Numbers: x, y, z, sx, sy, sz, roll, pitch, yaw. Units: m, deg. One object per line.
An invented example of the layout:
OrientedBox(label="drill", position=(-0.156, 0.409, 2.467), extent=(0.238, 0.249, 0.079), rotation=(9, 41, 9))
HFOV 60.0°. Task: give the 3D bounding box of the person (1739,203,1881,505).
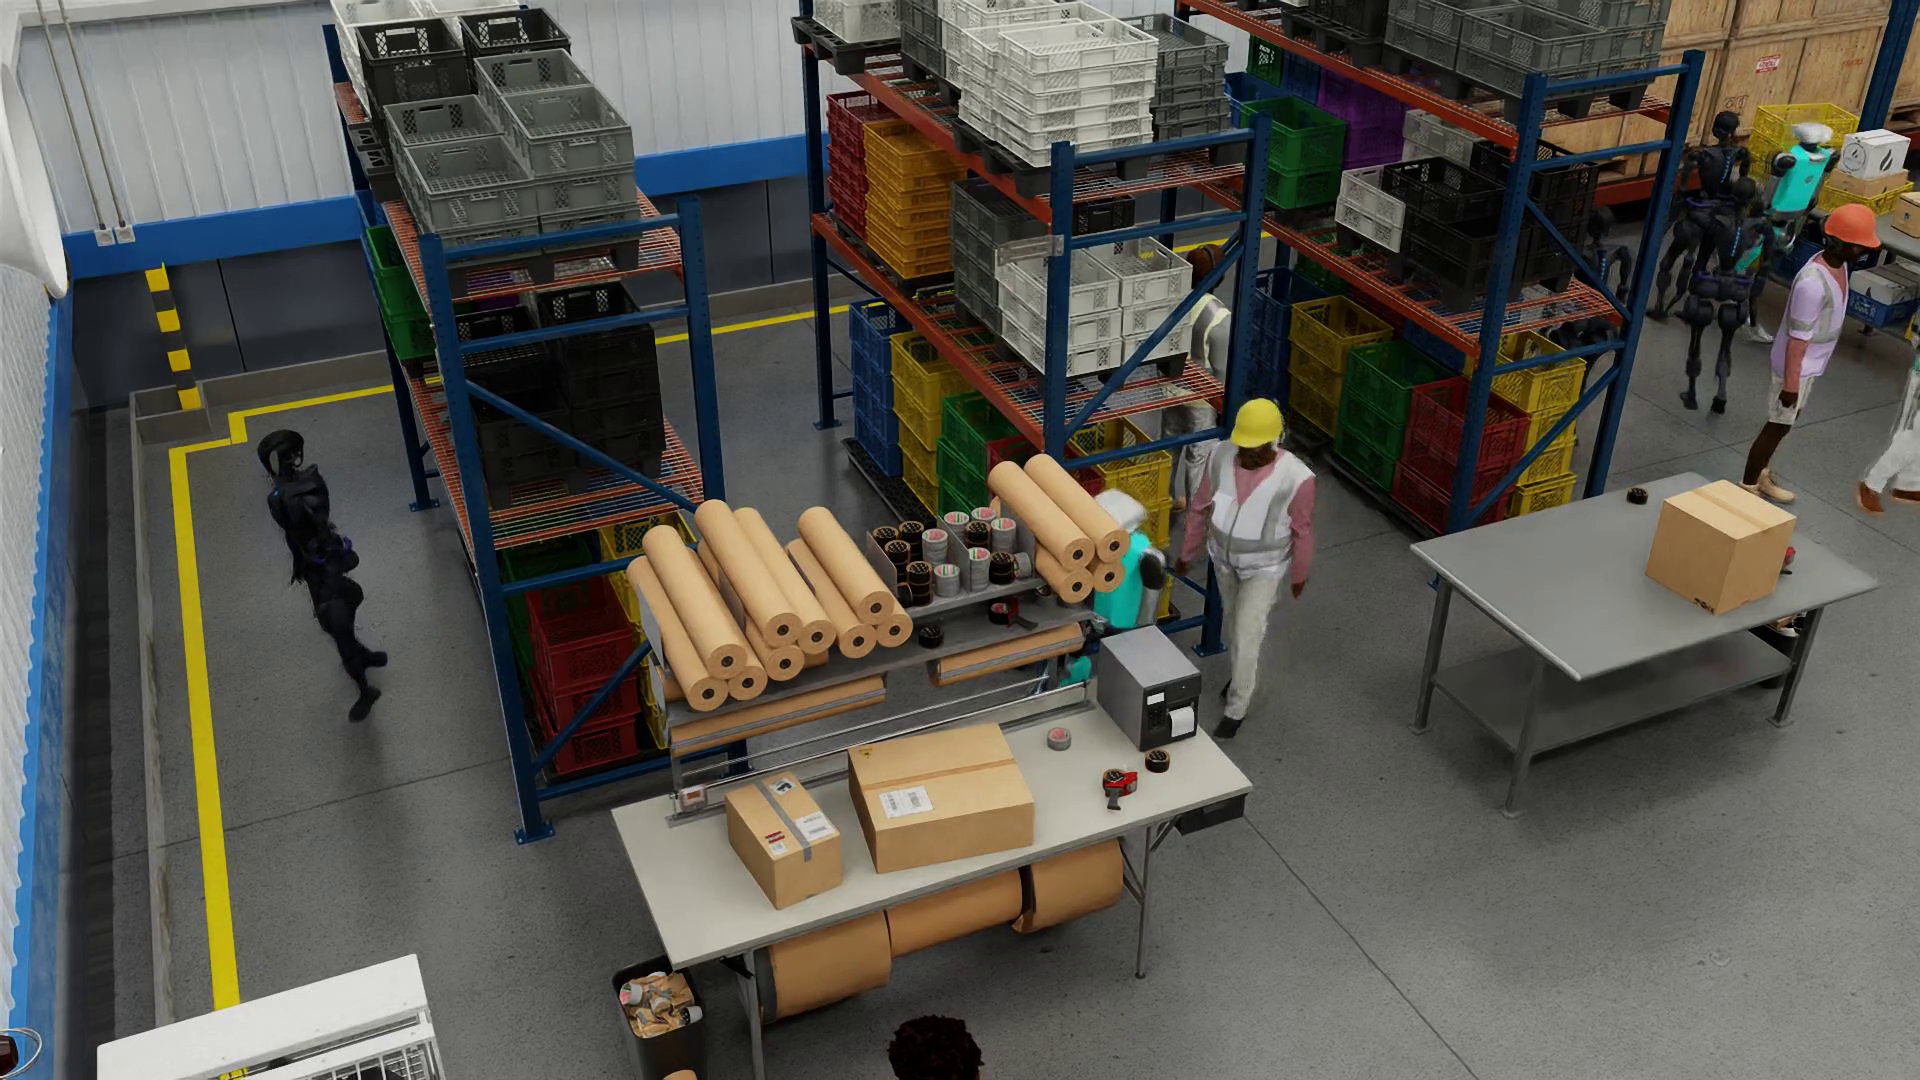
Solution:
OrientedBox(label="person", position=(5.096, -1.059, 10.014), extent=(0.404, 2.033, 0.608), rotation=(22, 38, 31))

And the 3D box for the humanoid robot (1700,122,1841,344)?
OrientedBox(label="humanoid robot", position=(5.891, -2.333, 12.378), extent=(0.532, 1.727, 0.996), rotation=(-10, 33, -16))

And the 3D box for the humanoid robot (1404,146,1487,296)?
OrientedBox(label="humanoid robot", position=(3.510, -2.140, 12.049), extent=(0.963, 1.752, 0.530), rotation=(19, 37, 28))

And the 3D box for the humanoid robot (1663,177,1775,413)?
OrientedBox(label="humanoid robot", position=(5.130, -1.615, 11.262), extent=(0.603, 1.640, 0.506), rotation=(8, 32, 12))

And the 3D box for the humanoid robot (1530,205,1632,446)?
OrientedBox(label="humanoid robot", position=(4.071, -1.397, 10.892), extent=(0.588, 1.641, 0.347), rotation=(-5, 32, -8))

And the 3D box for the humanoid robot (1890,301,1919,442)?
OrientedBox(label="humanoid robot", position=(6.532, -1.408, 10.871), extent=(0.557, 1.766, 0.838), rotation=(18, 36, 26))

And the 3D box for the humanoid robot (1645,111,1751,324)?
OrientedBox(label="humanoid robot", position=(5.603, -2.438, 12.575), extent=(0.596, 1.650, 0.375), rotation=(-5, 32, -8))

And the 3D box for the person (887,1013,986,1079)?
OrientedBox(label="person", position=(-0.083, 2.121, 4.908), extent=(0.361, 1.963, 0.613), rotation=(6, 32, 9))

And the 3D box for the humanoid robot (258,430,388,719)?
OrientedBox(label="humanoid robot", position=(-3.172, 0.134, 8.415), extent=(0.453, 1.647, 0.606), rotation=(-25, 40, -35))

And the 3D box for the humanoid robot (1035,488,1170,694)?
OrientedBox(label="humanoid robot", position=(0.519, 0.649, 7.486), extent=(0.531, 1.763, 0.716), rotation=(27, 40, 36))

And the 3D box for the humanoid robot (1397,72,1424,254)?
OrientedBox(label="humanoid robot", position=(3.601, -2.694, 12.993), extent=(0.691, 1.851, 0.544), rotation=(18, 36, 26))

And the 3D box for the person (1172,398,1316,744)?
OrientedBox(label="person", position=(1.358, 0.137, 8.281), extent=(0.605, 1.802, 0.762), rotation=(26, 40, 35))

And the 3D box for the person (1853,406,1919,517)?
OrientedBox(label="person", position=(5.955, -1.035, 10.151), extent=(0.545, 1.853, 0.651), rotation=(18, 36, 26))

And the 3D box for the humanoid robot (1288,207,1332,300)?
OrientedBox(label="humanoid robot", position=(2.688, -2.526, 12.731), extent=(0.383, 1.642, 0.616), rotation=(12, 34, 19))

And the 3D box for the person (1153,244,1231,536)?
OrientedBox(label="person", position=(1.406, -0.887, 9.911), extent=(0.429, 1.843, 0.624), rotation=(-21, 37, -30))
